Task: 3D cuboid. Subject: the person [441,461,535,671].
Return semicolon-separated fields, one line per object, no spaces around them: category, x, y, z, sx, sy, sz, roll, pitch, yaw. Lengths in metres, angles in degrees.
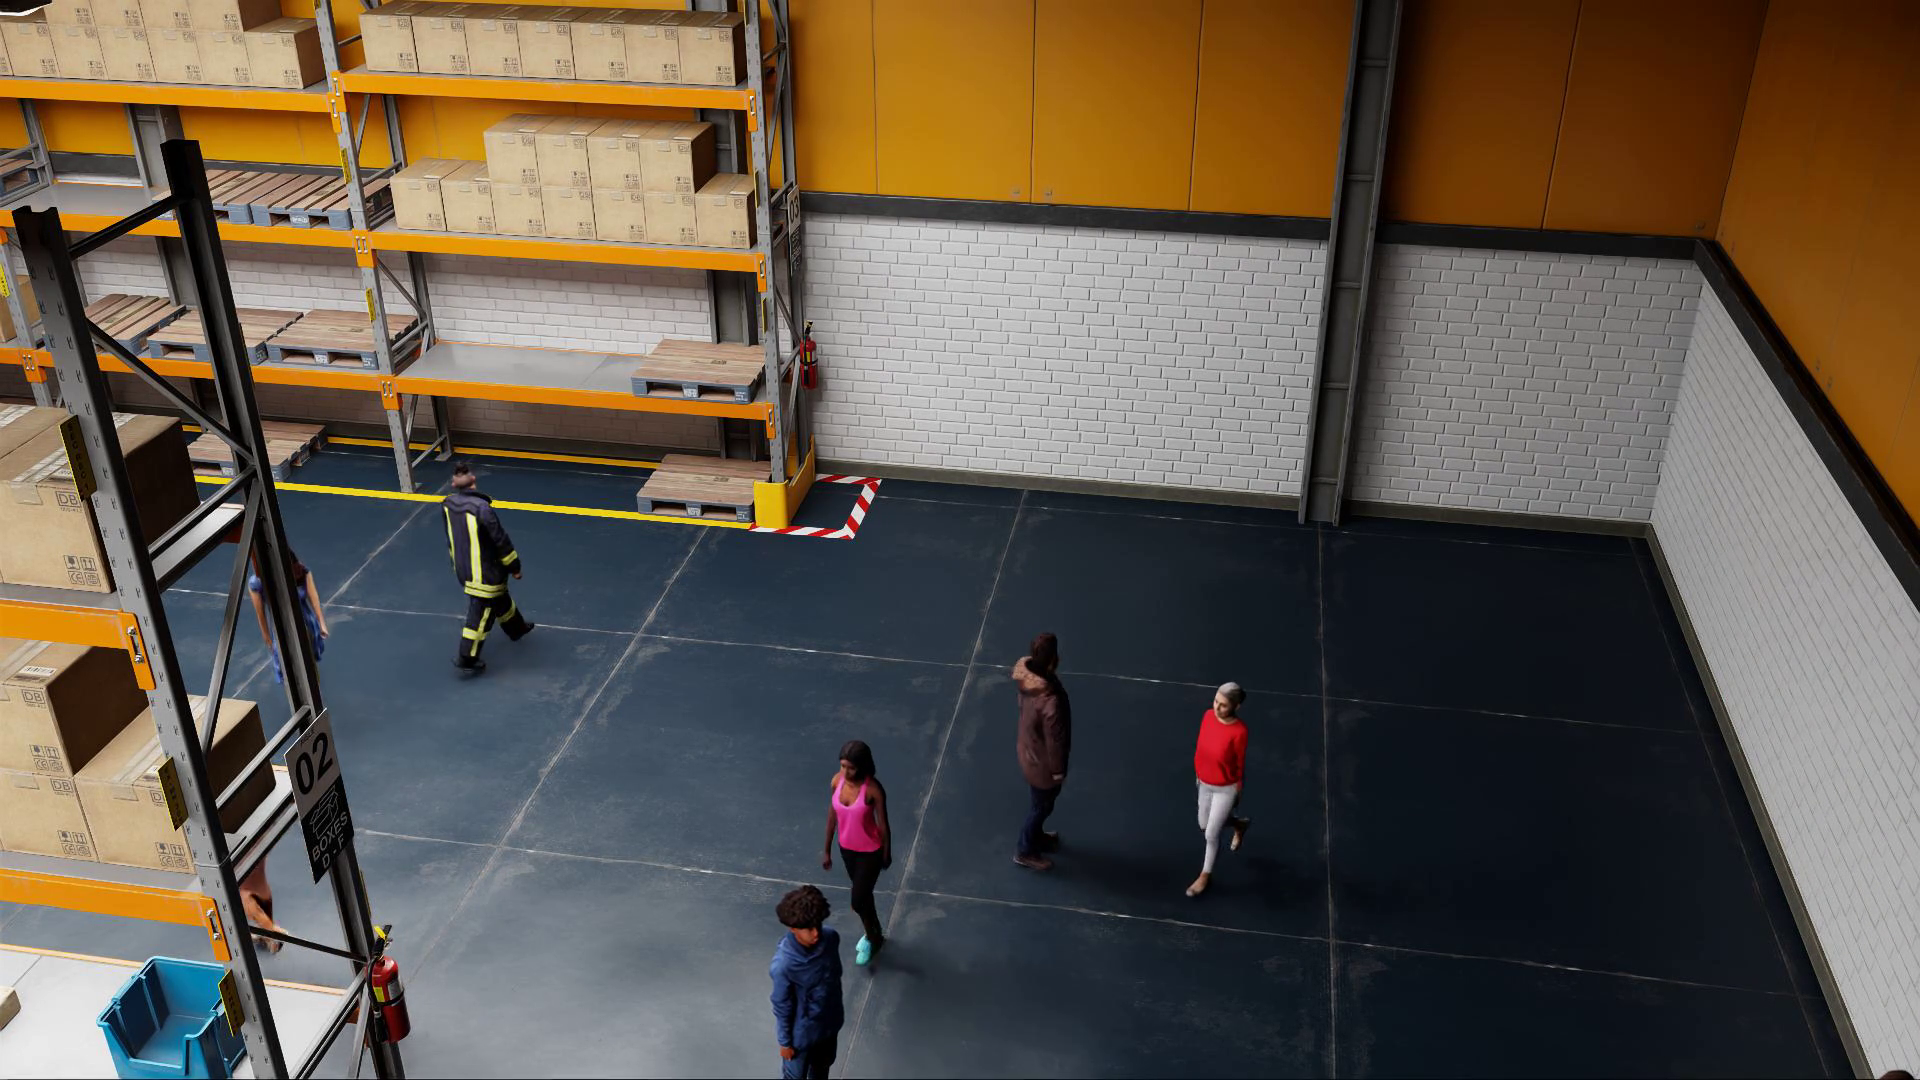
person;-4.098;0.240;13.984;1.239;1.829;1.152;19;34;31

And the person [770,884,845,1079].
person;-0.860;2.713;9.471;0.747;1.809;0.757;22;36;35

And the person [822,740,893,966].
person;-0.595;1.977;10.924;0.660;1.710;0.726;17;33;28

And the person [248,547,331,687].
person;-5.237;0.768;13.095;1.099;1.754;1.201;-21;35;-33

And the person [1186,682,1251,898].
person;1.854;1.676;11.514;0.944;1.674;0.939;-24;37;-37

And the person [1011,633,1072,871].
person;0.592;1.508;11.657;0.774;1.832;0.838;3;29;5
